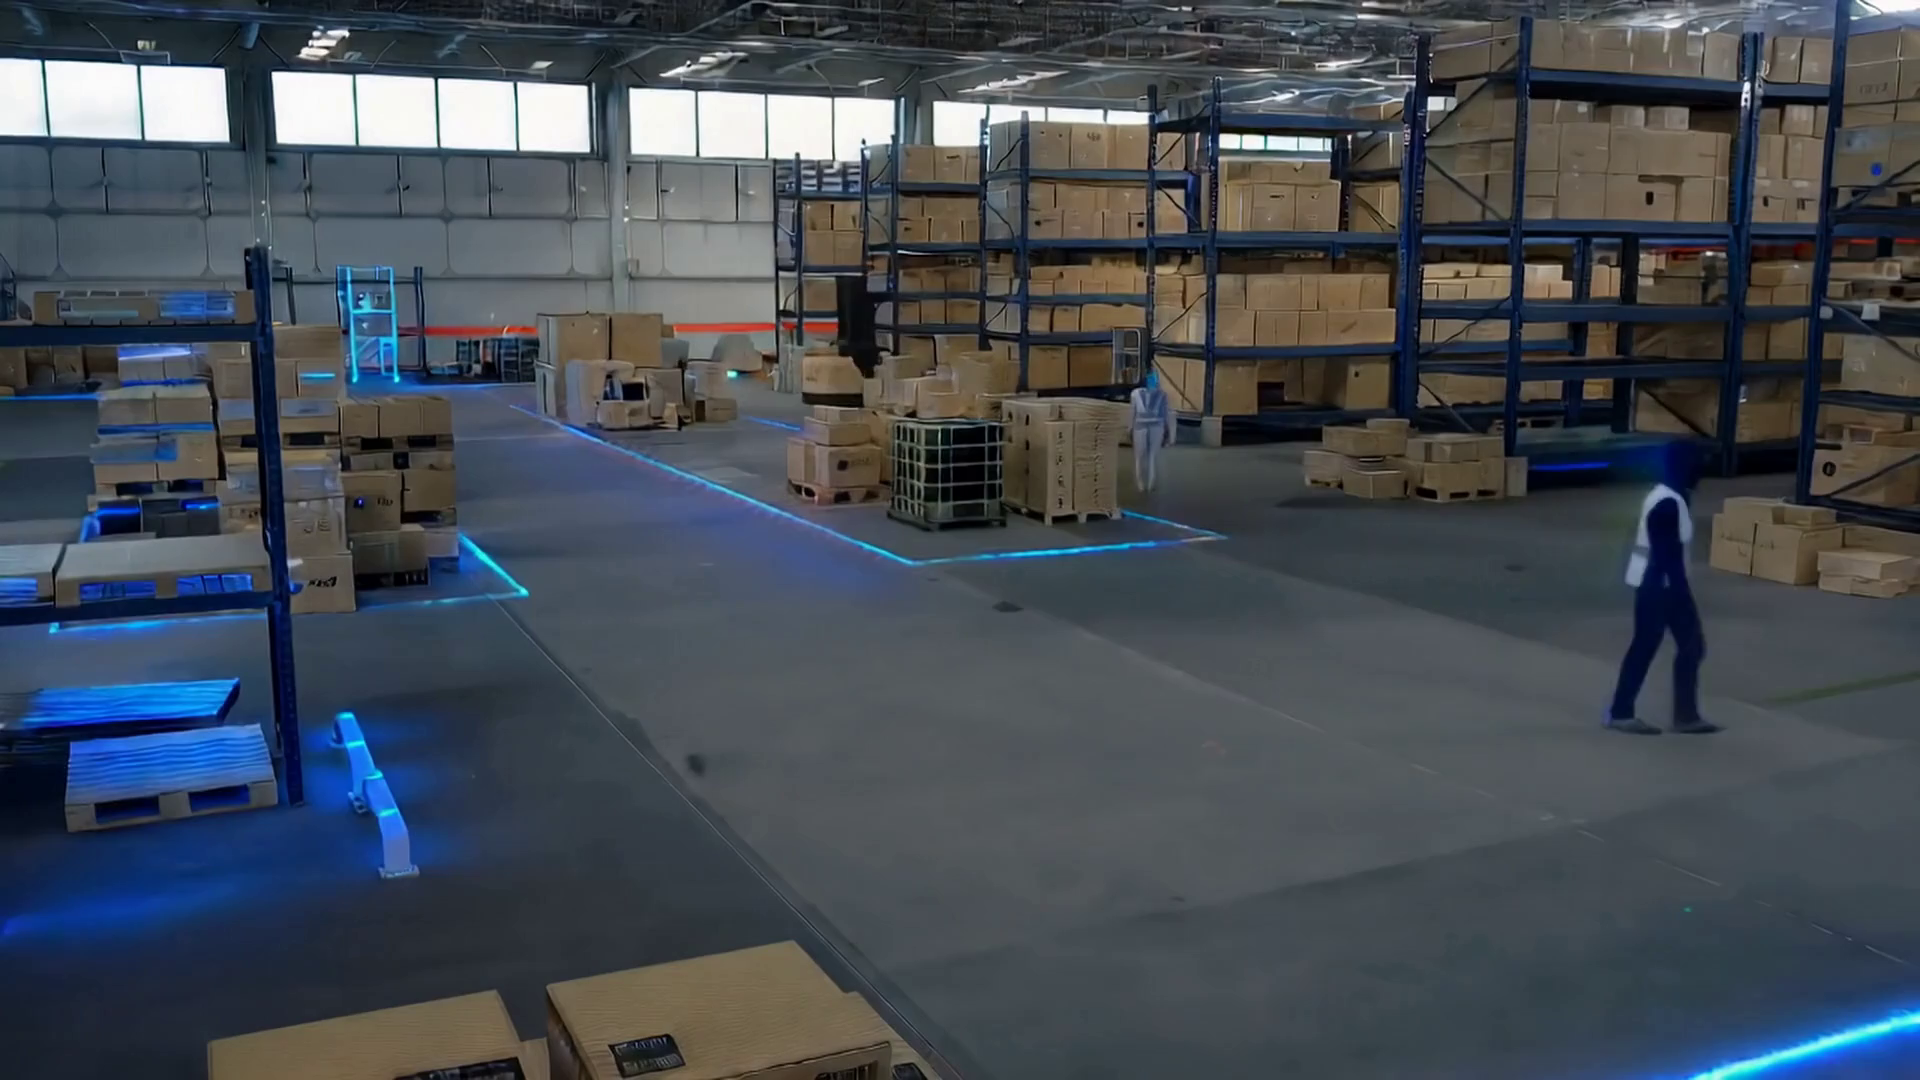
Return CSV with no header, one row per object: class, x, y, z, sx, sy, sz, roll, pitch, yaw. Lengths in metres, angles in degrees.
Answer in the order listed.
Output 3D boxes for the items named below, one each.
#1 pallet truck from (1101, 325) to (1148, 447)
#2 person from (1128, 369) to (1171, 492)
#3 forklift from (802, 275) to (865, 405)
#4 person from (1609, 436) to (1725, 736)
pallet truck,2.881,-2.596,27.923,0.823,1.965,1.885,-1,9,-7
person,2.485,-1.424,21.786,0.554,1.618,0.488,0,9,1
forklift,-2.371,-4.294,35.727,1.873,2.768,1.129,-4,10,-25
person,4.441,0.309,10.250,0.797,1.890,0.604,5,11,31
